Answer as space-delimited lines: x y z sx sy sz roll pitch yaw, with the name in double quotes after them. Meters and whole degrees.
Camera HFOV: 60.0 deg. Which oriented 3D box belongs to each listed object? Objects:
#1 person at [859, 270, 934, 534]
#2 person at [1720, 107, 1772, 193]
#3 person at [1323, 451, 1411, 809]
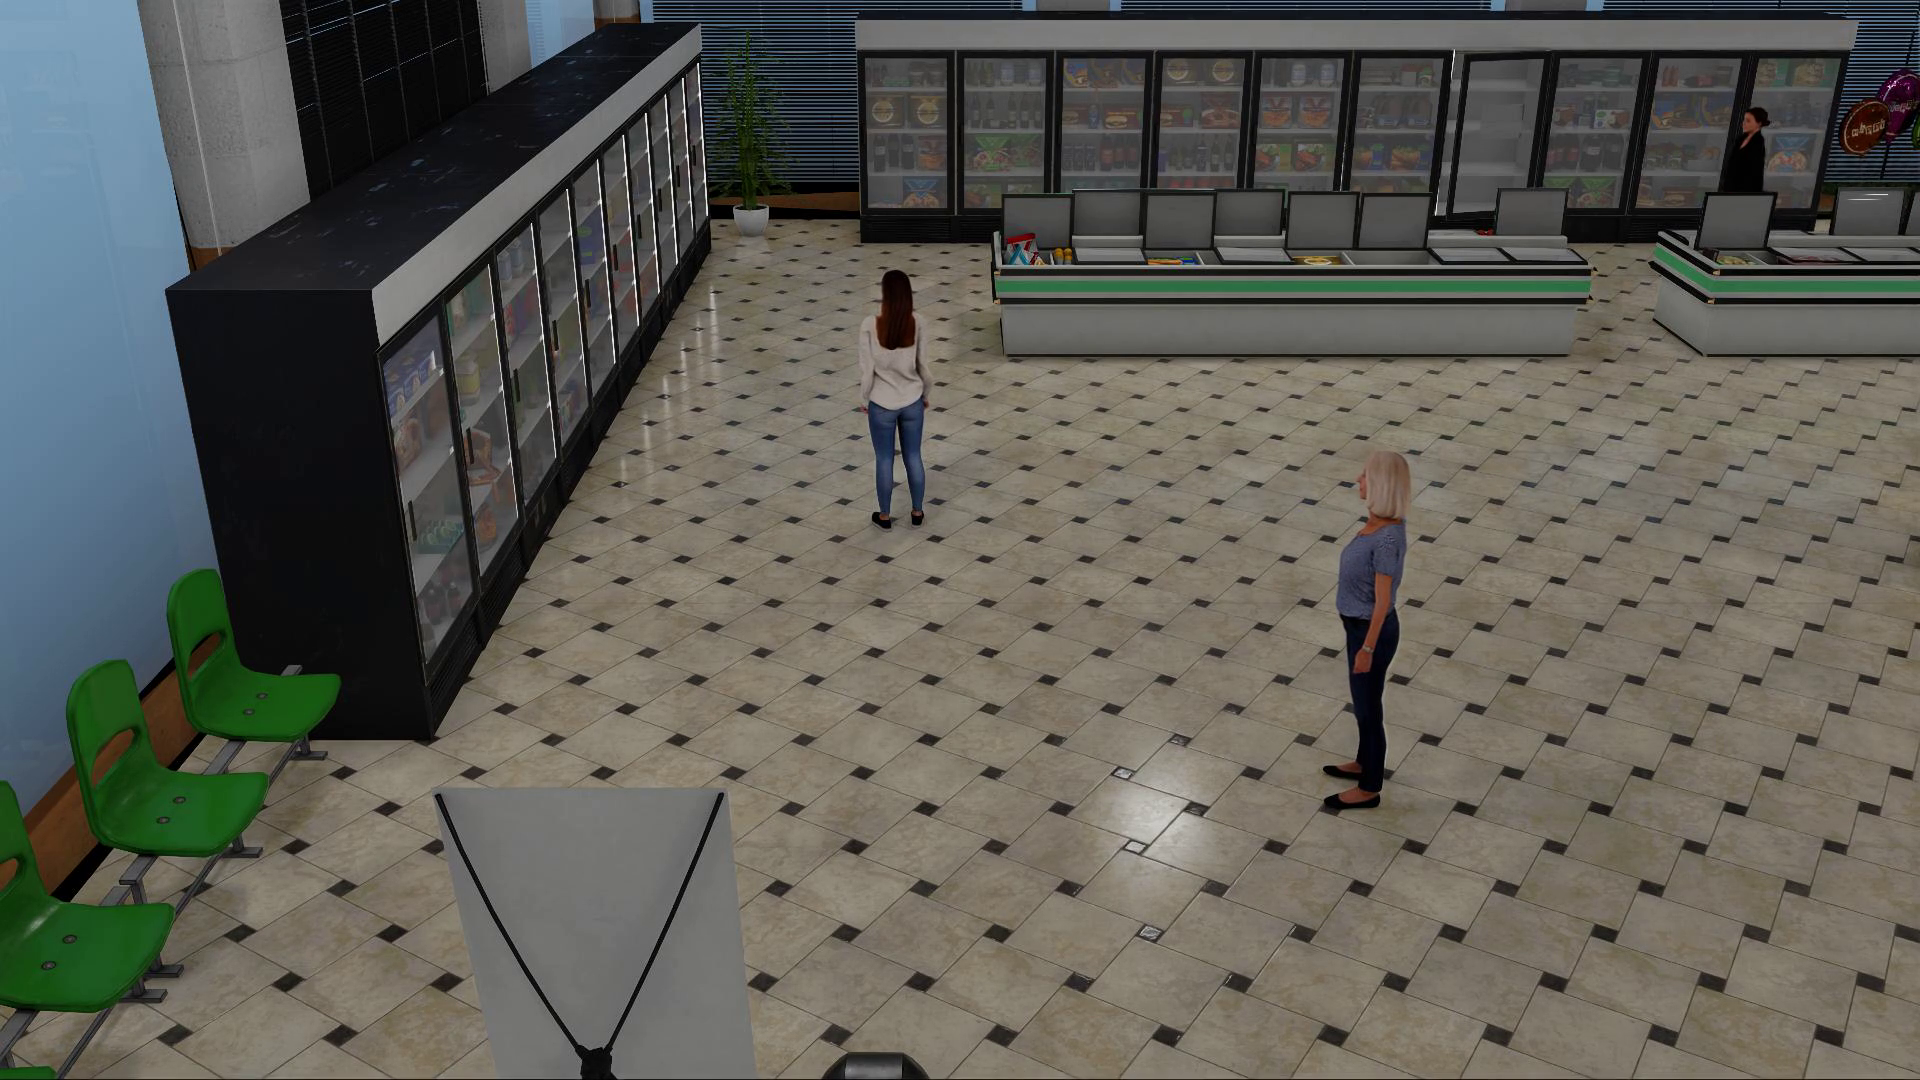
-0.398 -0.868 10.441 0.561 1.689 0.723 -5 24 -12 "person"
7.528 -3.276 15.923 0.756 1.706 0.673 1 24 1 "person"
1.853 0.408 7.486 0.572 1.721 0.630 5 24 11 "person"
